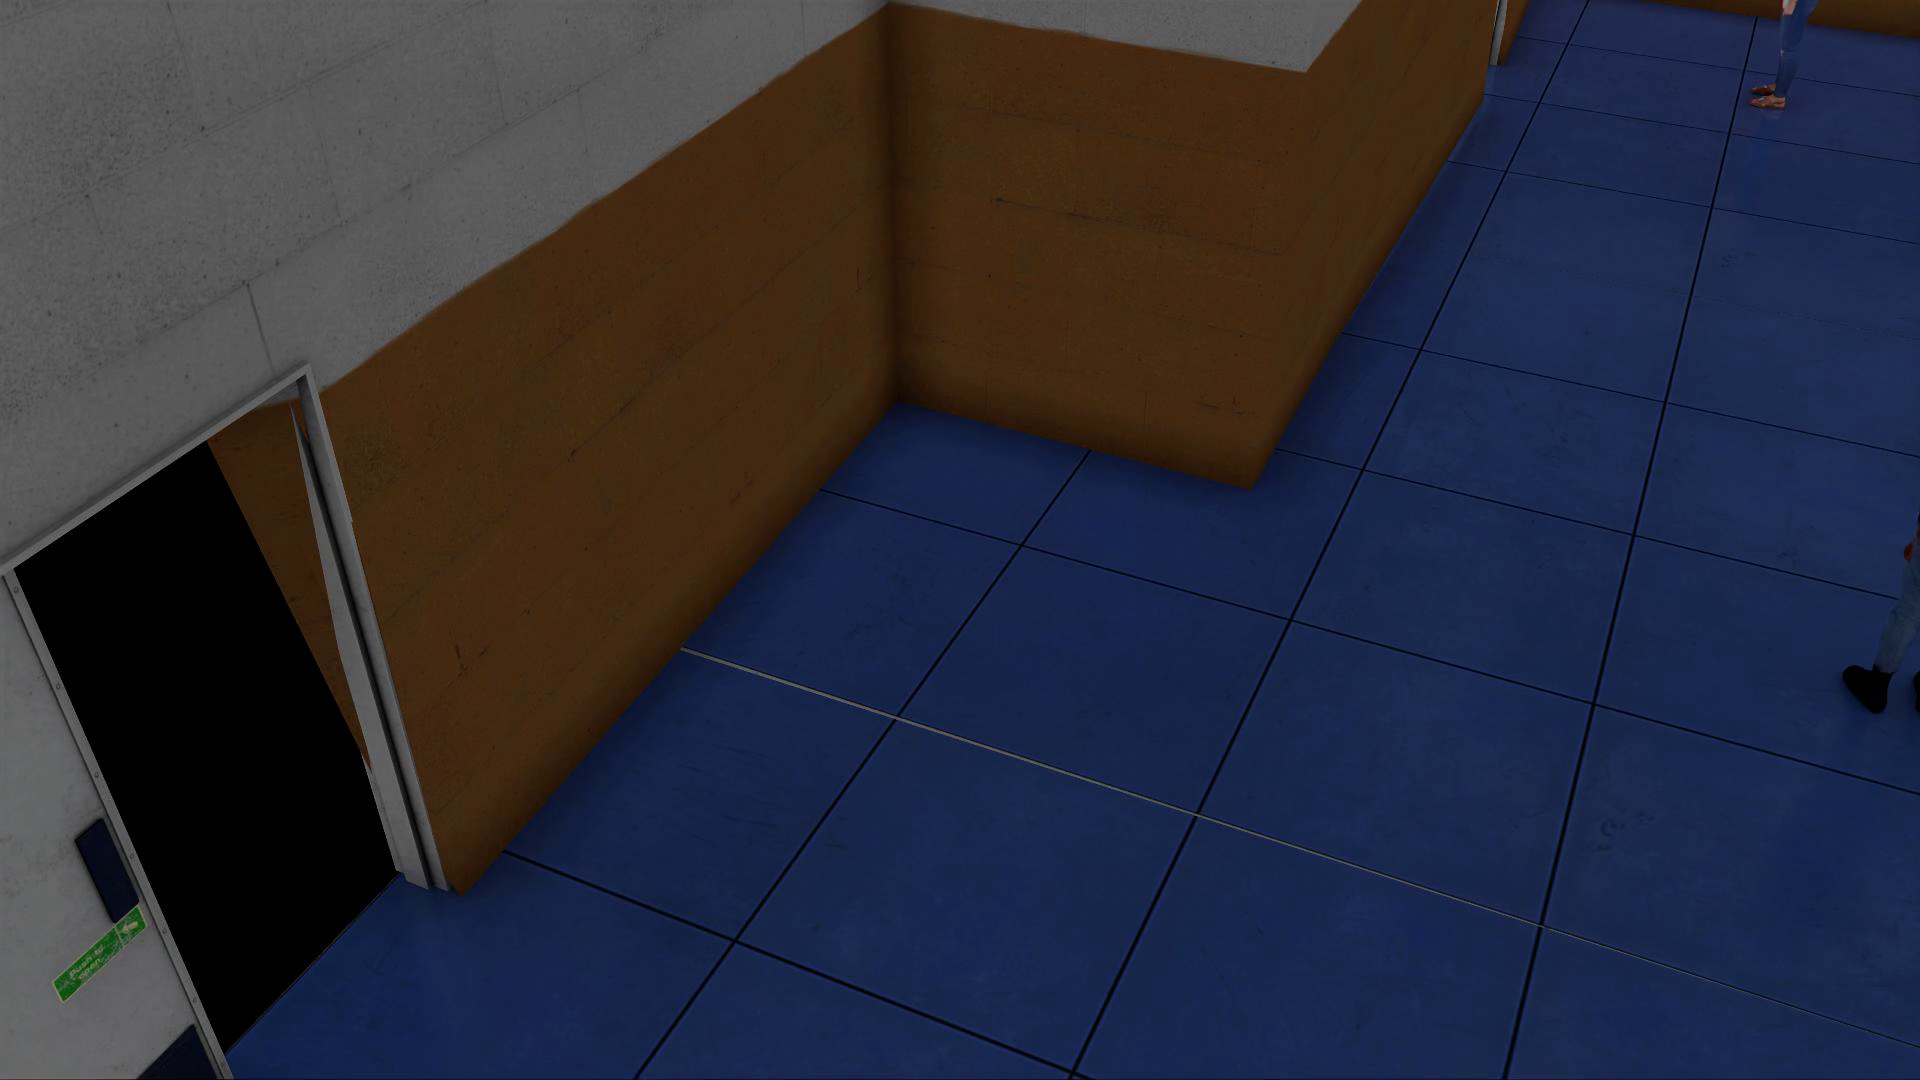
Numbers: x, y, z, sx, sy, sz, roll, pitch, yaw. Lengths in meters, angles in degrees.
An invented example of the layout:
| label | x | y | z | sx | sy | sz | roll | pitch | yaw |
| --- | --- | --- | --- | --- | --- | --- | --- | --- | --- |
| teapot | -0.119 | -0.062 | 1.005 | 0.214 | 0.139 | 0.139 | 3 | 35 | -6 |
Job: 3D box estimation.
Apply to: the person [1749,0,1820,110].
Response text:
| label | x | y | z | sx | sy | sz | roll | pitch | yaw |
| --- | --- | --- | --- | --- | --- | --- | --- | --- | --- |
| person | 6.049 | -3.919 | 11.934 | 0.494 | 1.614 | 0.582 | 15 | 40 | 19 |
